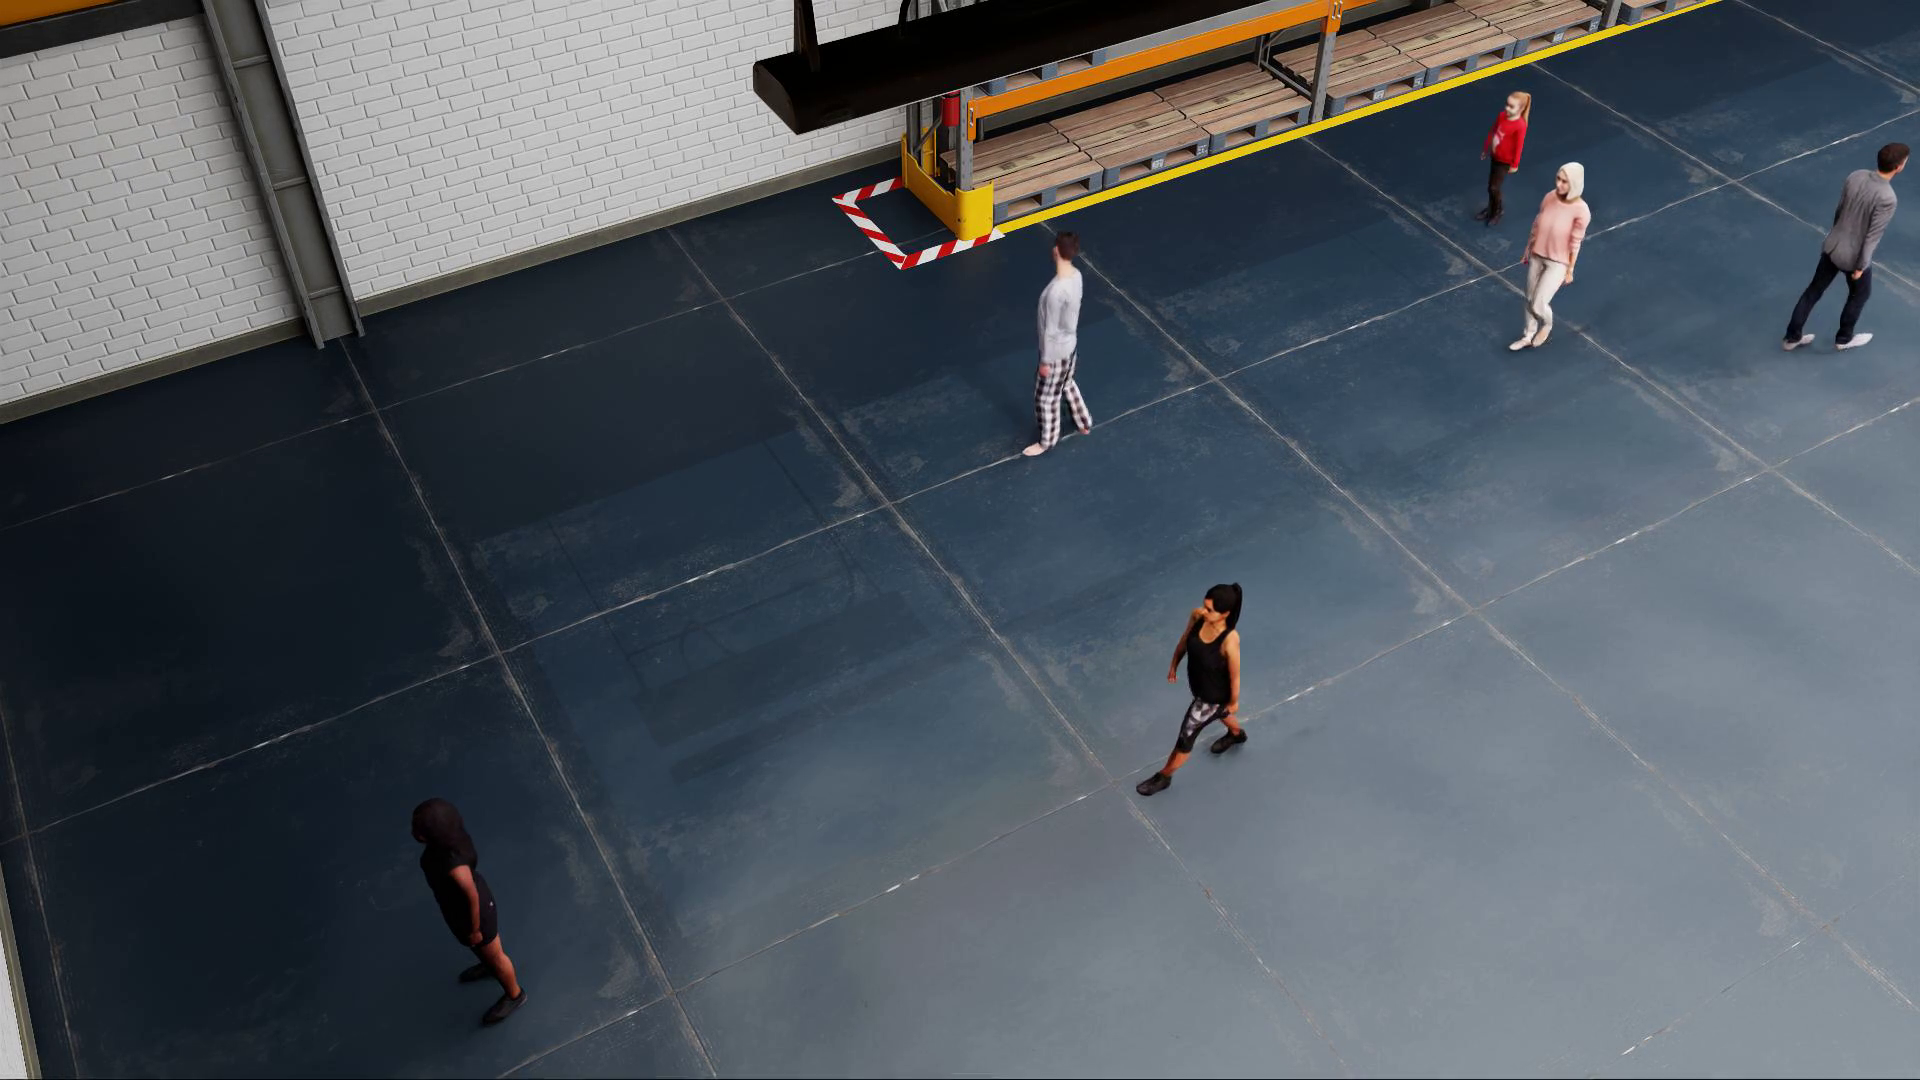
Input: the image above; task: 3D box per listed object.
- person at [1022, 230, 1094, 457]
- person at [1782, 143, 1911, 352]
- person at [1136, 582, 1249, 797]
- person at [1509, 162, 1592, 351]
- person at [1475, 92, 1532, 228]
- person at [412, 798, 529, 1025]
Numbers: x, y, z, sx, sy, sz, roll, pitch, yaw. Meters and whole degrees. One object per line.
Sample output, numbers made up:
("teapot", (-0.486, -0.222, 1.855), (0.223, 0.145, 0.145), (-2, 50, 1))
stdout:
("person", (0.697, -1.391, 12.220), (0.940, 1.814, 0.875), (2, 44, 2))
("person", (6.924, -2.243, 13.091), (1.015, 1.846, 0.854), (-12, 45, -13))
("person", (1.564, 0.836, 10.022), (1.083, 1.620, 0.618), (-20, 47, -20))
("person", (4.741, -2.241, 13.184), (0.619, 1.714, 0.603), (-24, 48, -23))
("person", (4.852, -3.398, 14.719), (0.529, 1.273, 0.522), (-16, 46, -16))
("person", (-2.601, 1.932, 8.784), (0.511, 1.741, 0.604), (-24, 49, -23))
